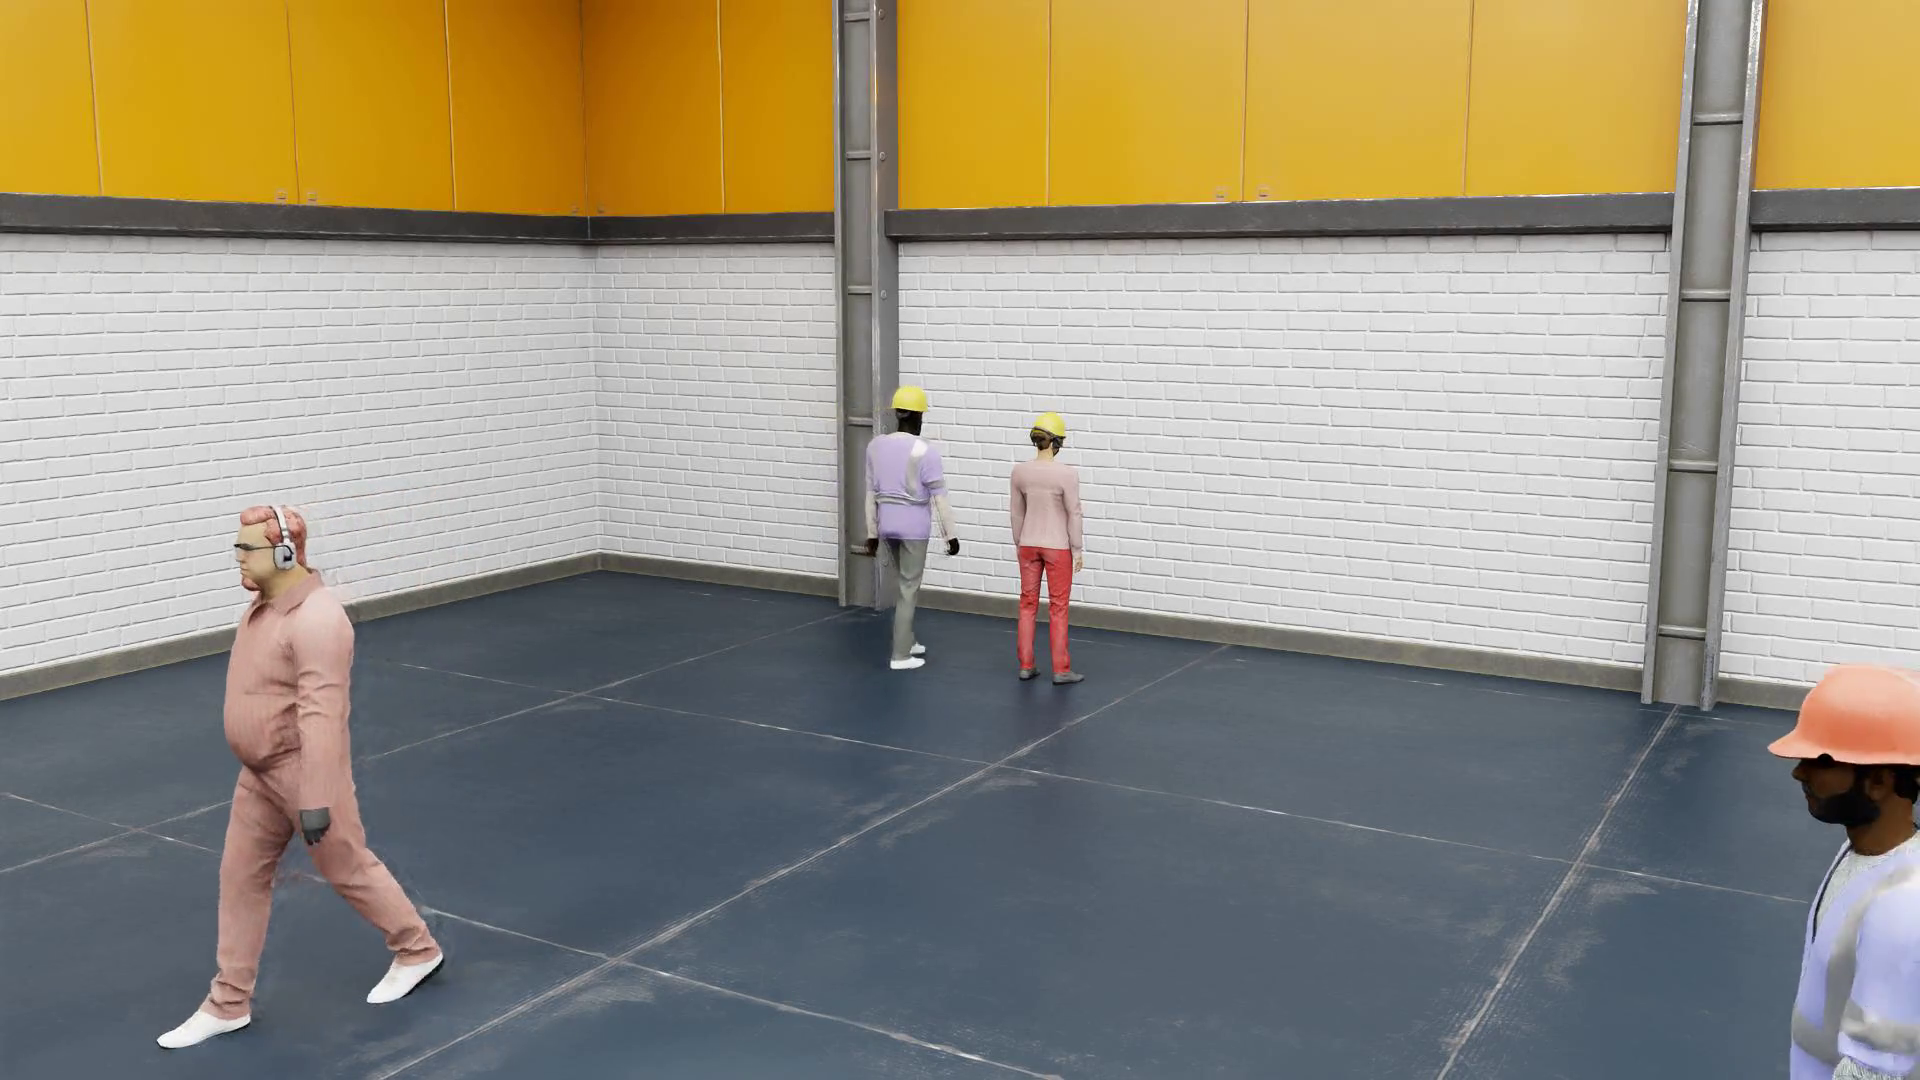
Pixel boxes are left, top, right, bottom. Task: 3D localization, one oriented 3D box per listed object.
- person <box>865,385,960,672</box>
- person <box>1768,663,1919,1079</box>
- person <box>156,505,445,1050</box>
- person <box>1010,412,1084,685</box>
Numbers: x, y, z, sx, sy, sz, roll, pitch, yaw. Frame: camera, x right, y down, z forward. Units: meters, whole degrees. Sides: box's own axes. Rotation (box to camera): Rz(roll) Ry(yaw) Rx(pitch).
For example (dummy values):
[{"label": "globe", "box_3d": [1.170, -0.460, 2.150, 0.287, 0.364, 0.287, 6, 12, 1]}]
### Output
[{"label": "person", "box_3d": [-0.281, -0.087, 11.185, 0.603, 1.907, 0.671, 7, 12, 39]}, {"label": "person", "box_3d": [1.731, 1.178, 3.342, 0.976, 1.882, 0.569, 3, 10, 20]}, {"label": "person", "box_3d": [-2.309, 0.795, 5.836, 0.971, 1.866, 0.654, -9, 12, -43]}, {"label": "person", "box_3d": [0.568, 0.055, 10.743, 0.523, 1.765, 0.316, 6, 11, 33]}]
